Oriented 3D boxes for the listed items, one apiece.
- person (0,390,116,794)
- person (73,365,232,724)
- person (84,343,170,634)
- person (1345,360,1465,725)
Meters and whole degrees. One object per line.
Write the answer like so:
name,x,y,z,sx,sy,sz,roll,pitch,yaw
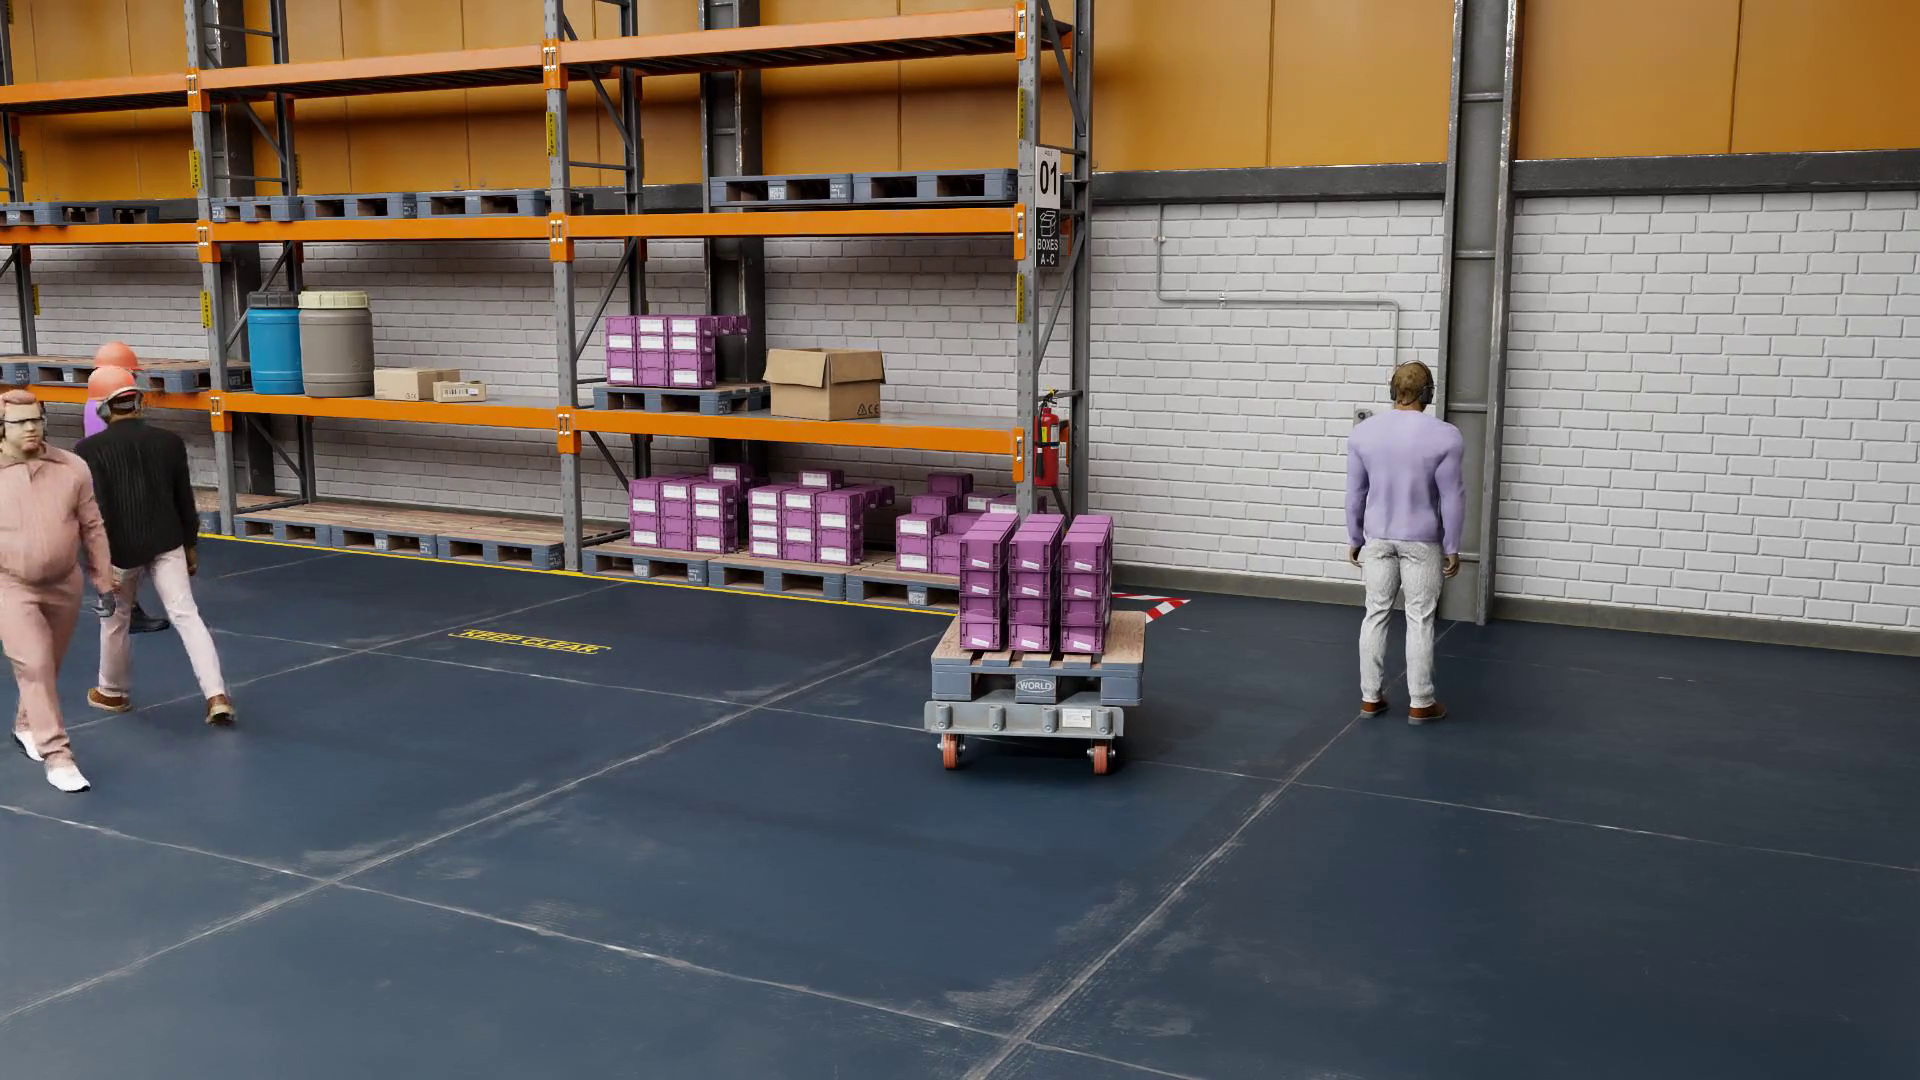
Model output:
person,-4.413,0.209,7.927,0.977,1.865,0.659,7,12,37
person,-4.333,0.033,8.865,1.145,1.923,0.631,8,12,41
person,-5.572,-0.344,11.095,0.553,1.933,0.368,8,12,40
person,2.368,0.013,8.881,0.635,1.937,0.354,6,11,33
